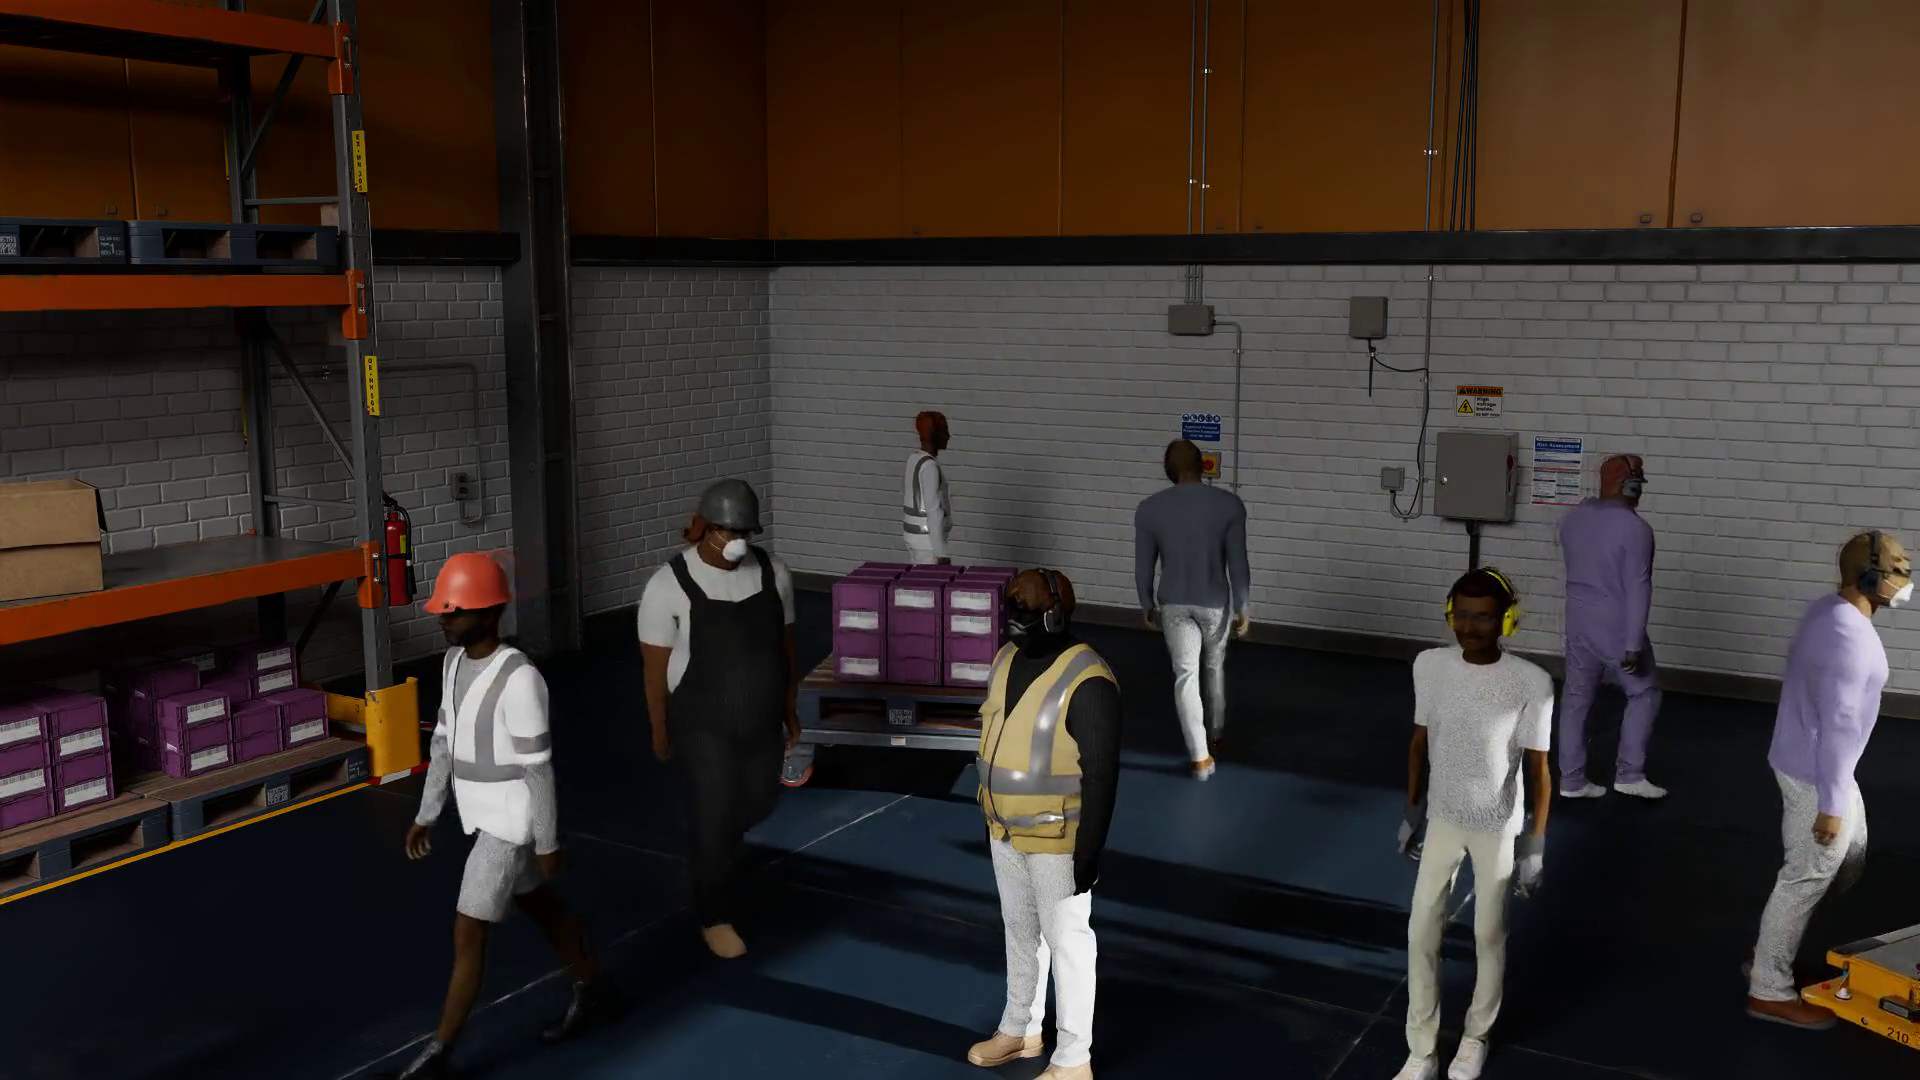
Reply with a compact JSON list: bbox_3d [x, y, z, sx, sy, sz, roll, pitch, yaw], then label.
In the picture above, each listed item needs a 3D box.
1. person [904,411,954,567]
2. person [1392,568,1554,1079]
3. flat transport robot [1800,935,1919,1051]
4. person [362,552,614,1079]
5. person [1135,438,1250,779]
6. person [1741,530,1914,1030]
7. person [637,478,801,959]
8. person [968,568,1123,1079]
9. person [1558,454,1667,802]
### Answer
[{"bbox_3d":[-0.205,0.032,11.730,0.373,1.880,0.598,-2,9,-13],"label":"person"},{"bbox_3d":[1.709,1.017,5.667,0.565,1.844,0.740,6,11,34],"label":"person"},{"bbox_3d":[4.011,1.683,6.424,1.431,0.197,0.652,-5,10,-27],"label":"flat transport robot"},{"bbox_3d":[-1.649,0.969,5.857,1.001,1.889,0.547,-7,12,-38],"label":"person"},{"bbox_3d":[1.331,0.364,9.592,0.652,1.896,0.885,1,9,7],"label":"person"},{"bbox_3d":[3.242,0.901,6.241,0.471,1.912,0.636,3,10,20],"label":"person"},{"bbox_3d":[-1.040,0.682,7.166,0.684,2.000,0.795,-6,11,-32],"label":"person"},{"bbox_3d":[0.273,1.004,5.773,0.429,1.842,0.634,-6,11,-33],"label":"person"},{"bbox_3d":[3.544,0.477,8.915,0.708,1.882,0.673,-3,10,-21],"label":"person"}]
